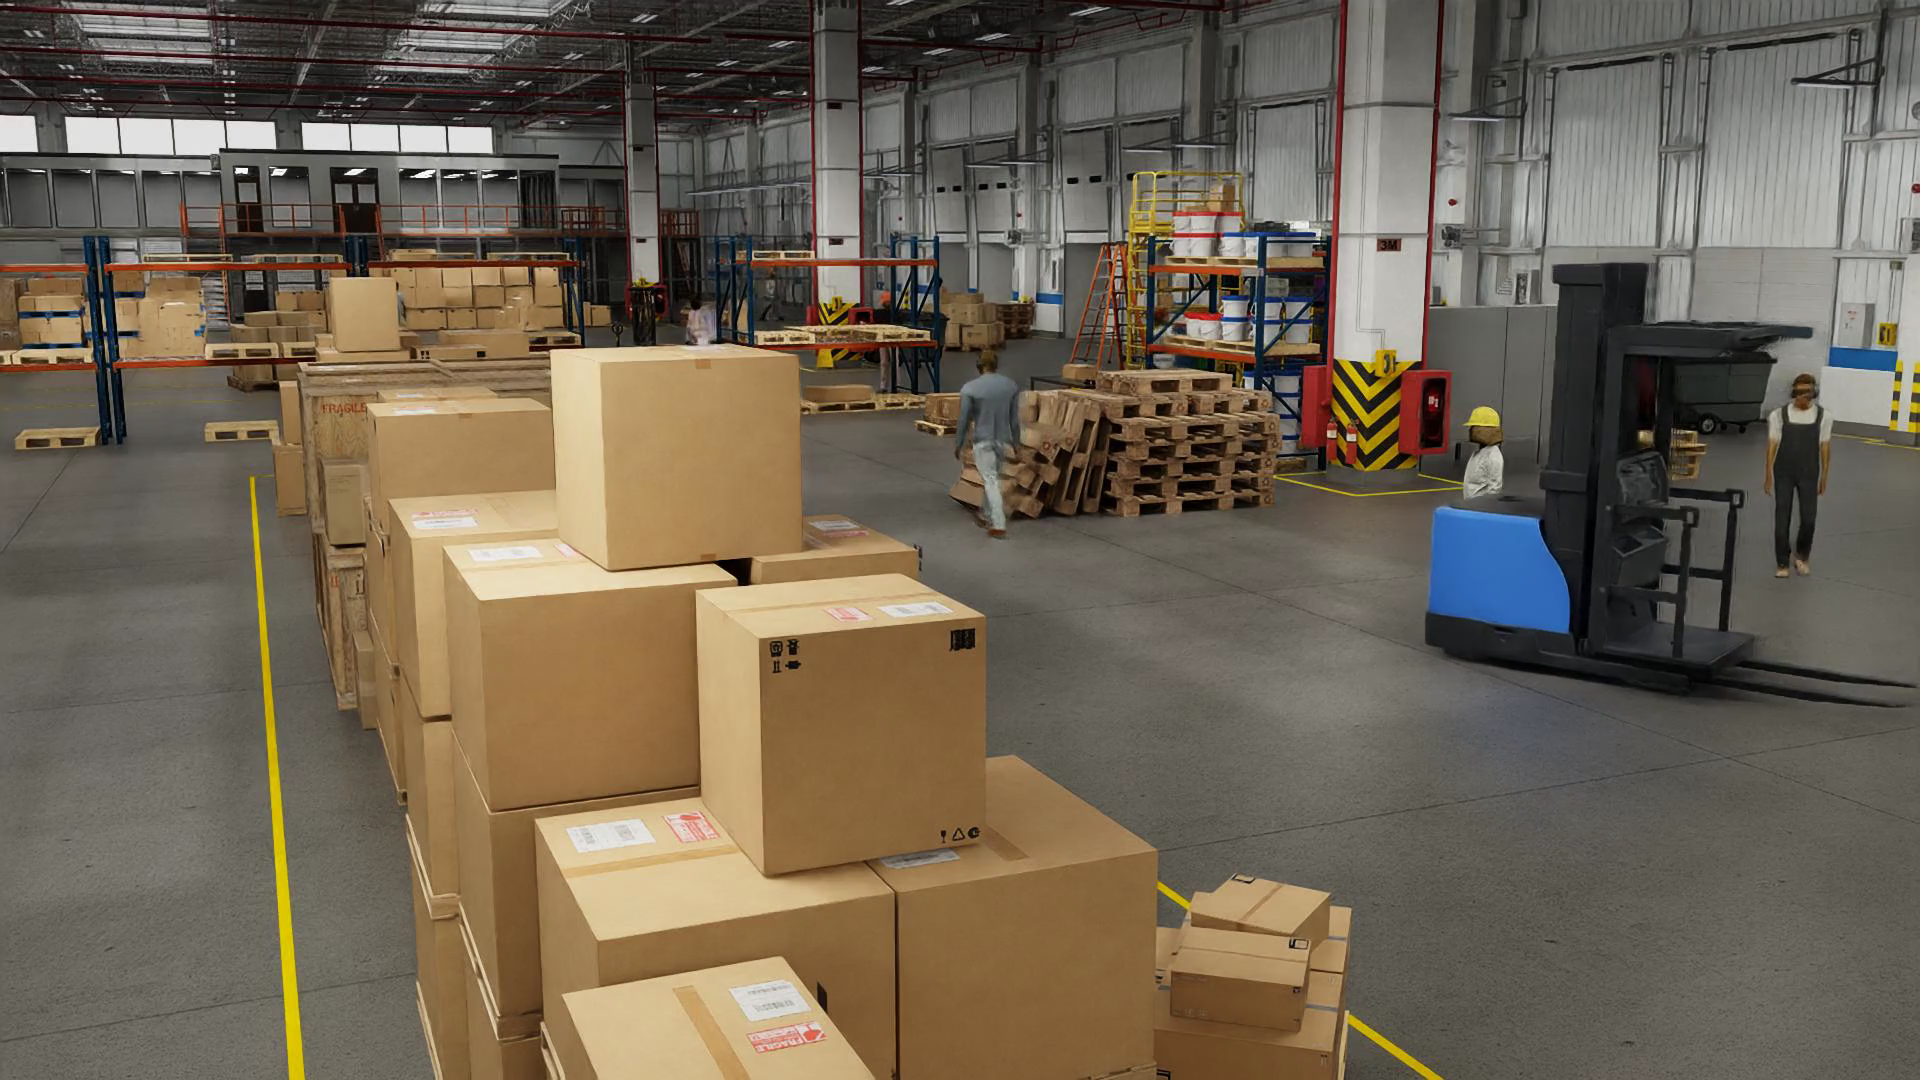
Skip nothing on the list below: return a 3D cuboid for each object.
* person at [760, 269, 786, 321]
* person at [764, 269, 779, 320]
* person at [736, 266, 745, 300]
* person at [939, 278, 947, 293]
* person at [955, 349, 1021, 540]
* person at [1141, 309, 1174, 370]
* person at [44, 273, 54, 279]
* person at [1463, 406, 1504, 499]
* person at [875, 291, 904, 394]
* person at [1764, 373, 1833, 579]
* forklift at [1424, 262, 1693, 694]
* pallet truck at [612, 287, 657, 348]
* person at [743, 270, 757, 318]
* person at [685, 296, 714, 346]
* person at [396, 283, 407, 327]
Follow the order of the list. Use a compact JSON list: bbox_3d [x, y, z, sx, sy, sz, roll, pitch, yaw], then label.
[{"bbox_3d":[-6.836,-8.872,60.327,0.998,1.894,0.564,-4,11,-20],"label":"person"},{"bbox_3d":[-6.939,-9.048,61.214,0.585,1.916,0.388,0,10,-1],"label":"person"},{"bbox_3d":[-8.861,-10.043,66.656,0.627,1.929,0.623,-1,10,-3],"label":"person"},{"bbox_3d":[-0.669,-7.930,55.644,0.536,1.699,0.322,8,13,38],"label":"person"},{"bbox_3d":[0.264,-0.984,16.868,0.652,1.878,1.030,-5,12,-27],"label":"person"},{"bbox_3d":[3.171,-2.837,27.164,0.947,1.838,0.602,8,13,37],"label":"person"},{"bbox_3d":[-24.898,-6.275,45.587,0.615,2.038,0.396,0,10,0],"label":"person"},{"bbox_3d":[3.935,-0.142,12.601,0.298,1.745,0.484,0,10,1],"label":"person"},{"bbox_3d":[-1.371,-3.771,31.919,0.622,1.989,0.399,6,12,29],"label":"person"},{"bbox_3d":[7.357,-0.552,14.631,0.501,1.834,0.438,5,11,25],"label":"person"},{"bbox_3d":[4.379,-0.529,11.602,1.873,2.768,1.129,9,13,40],"label":"forklift"},{"bbox_3d":[-6.464,-4.406,35.401,0.823,1.965,1.885,6,12,32],"label":"pallet truck"},{"bbox_3d":[-7.909,-9.276,62.687,0.429,1.841,0.625,7,12,34],"label":"person"},{"bbox_3d":[-5.516,-4.204,34.877,0.636,1.784,0.986,8,13,39],"label":"person"},{"bbox_3d":[-15.381,-6.097,45.174,0.558,1.829,0.914,-9,14,-40],"label":"person"}]
